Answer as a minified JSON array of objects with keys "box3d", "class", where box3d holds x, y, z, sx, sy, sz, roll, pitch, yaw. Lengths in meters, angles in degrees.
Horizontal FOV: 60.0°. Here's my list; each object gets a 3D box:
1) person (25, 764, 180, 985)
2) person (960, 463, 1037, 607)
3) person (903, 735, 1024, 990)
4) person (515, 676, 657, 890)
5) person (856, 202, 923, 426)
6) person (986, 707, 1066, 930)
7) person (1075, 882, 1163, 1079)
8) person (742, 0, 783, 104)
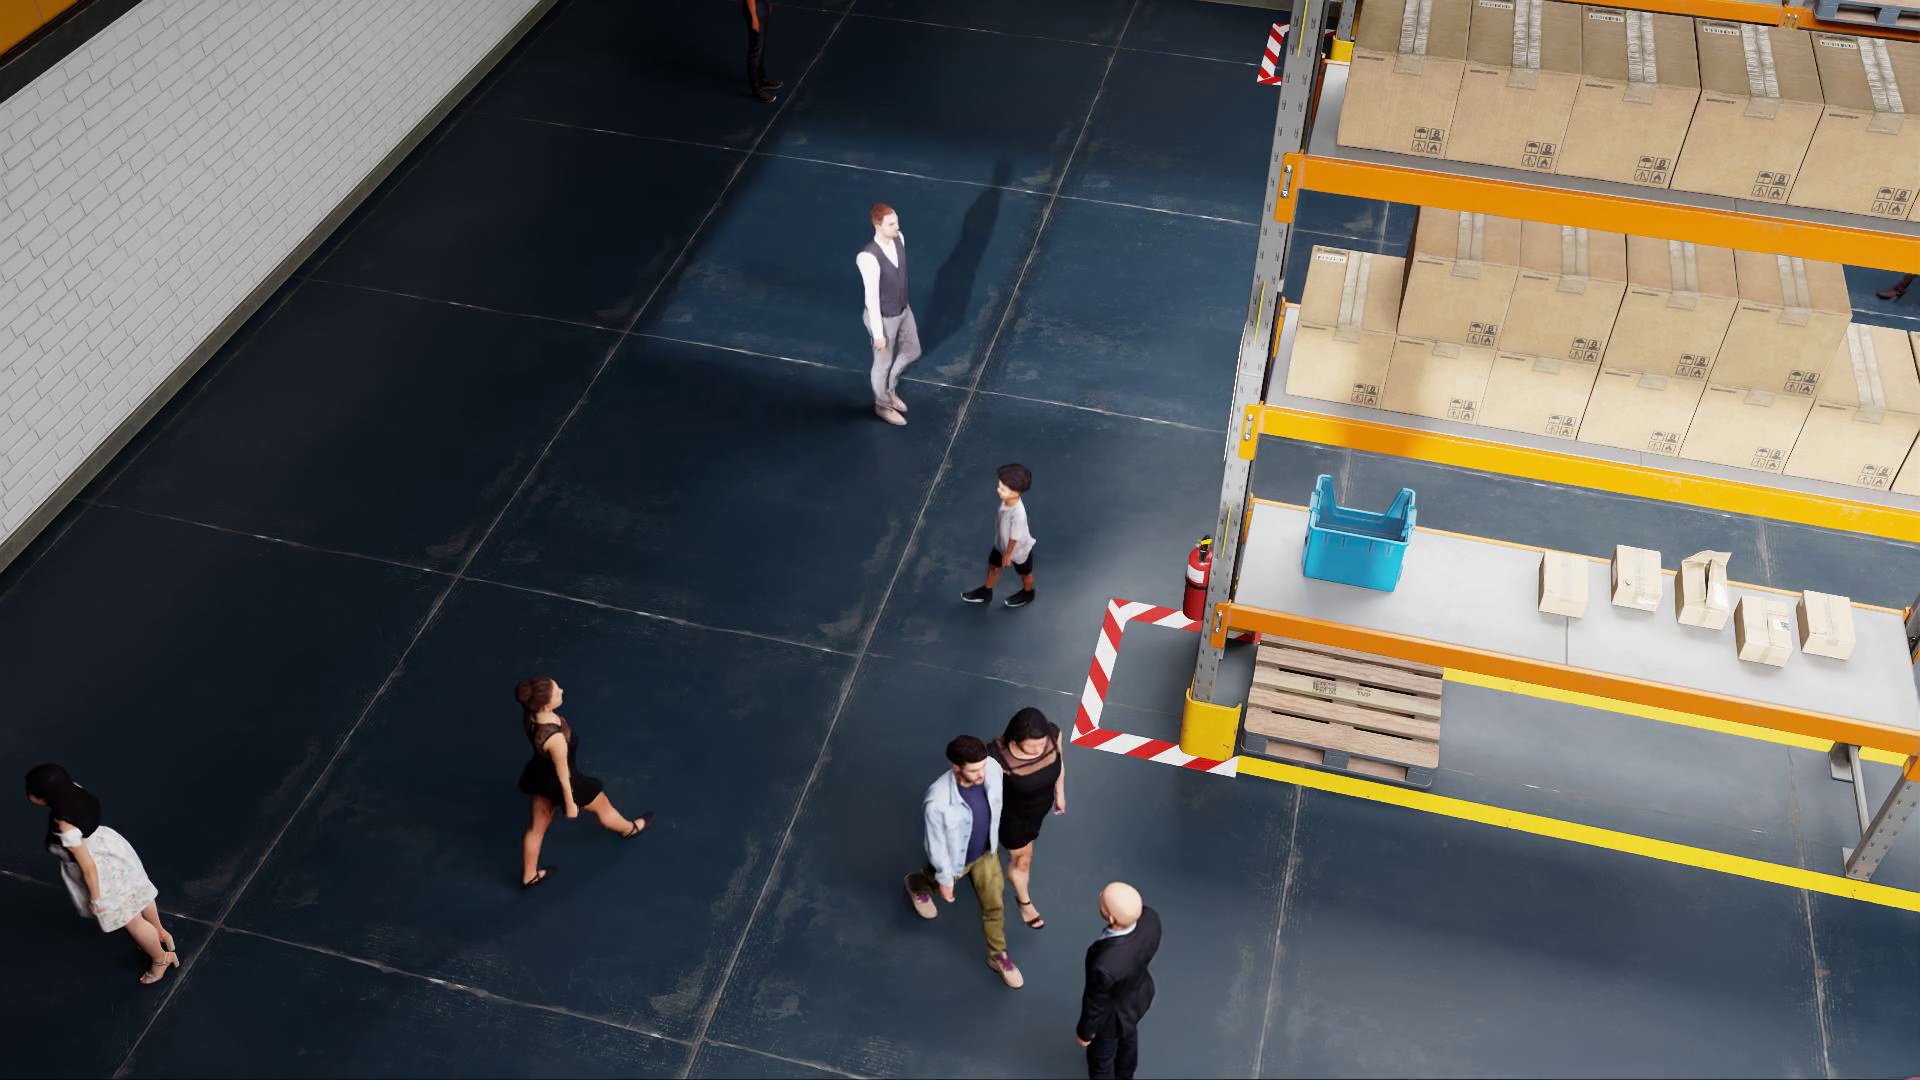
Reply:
[{"box3d":[-4.602,1.788,8.929,0.807,1.774,0.771,-12,45,-12],"class":"person"},{"box3d":[0.422,-0.020,11.213,0.821,1.242,0.705,-13,45,-13],"class":"person"},{"box3d":[-0.050,1.653,9.072,1.163,1.772,1.257,-25,49,-24],"class":"person"},{"box3d":[-2.354,1.404,9.443,1.064,1.621,1.101,-29,51,-27],"class":"person"},{"box3d":[-0.607,-1.731,12.513,0.725,1.926,0.754,26,49,25],"class":"person"},{"box3d":[0.296,1.433,9.375,1.020,1.672,1.109,-23,48,-22],"class":"person"},{"box3d":[0.782,2.316,8.357,0.720,1.799,0.753,27,50,26],"class":"person"},{"box3d":[-1.986,-5.187,16.236,0.539,1.793,0.654,8,44,8],"class":"person"}]
